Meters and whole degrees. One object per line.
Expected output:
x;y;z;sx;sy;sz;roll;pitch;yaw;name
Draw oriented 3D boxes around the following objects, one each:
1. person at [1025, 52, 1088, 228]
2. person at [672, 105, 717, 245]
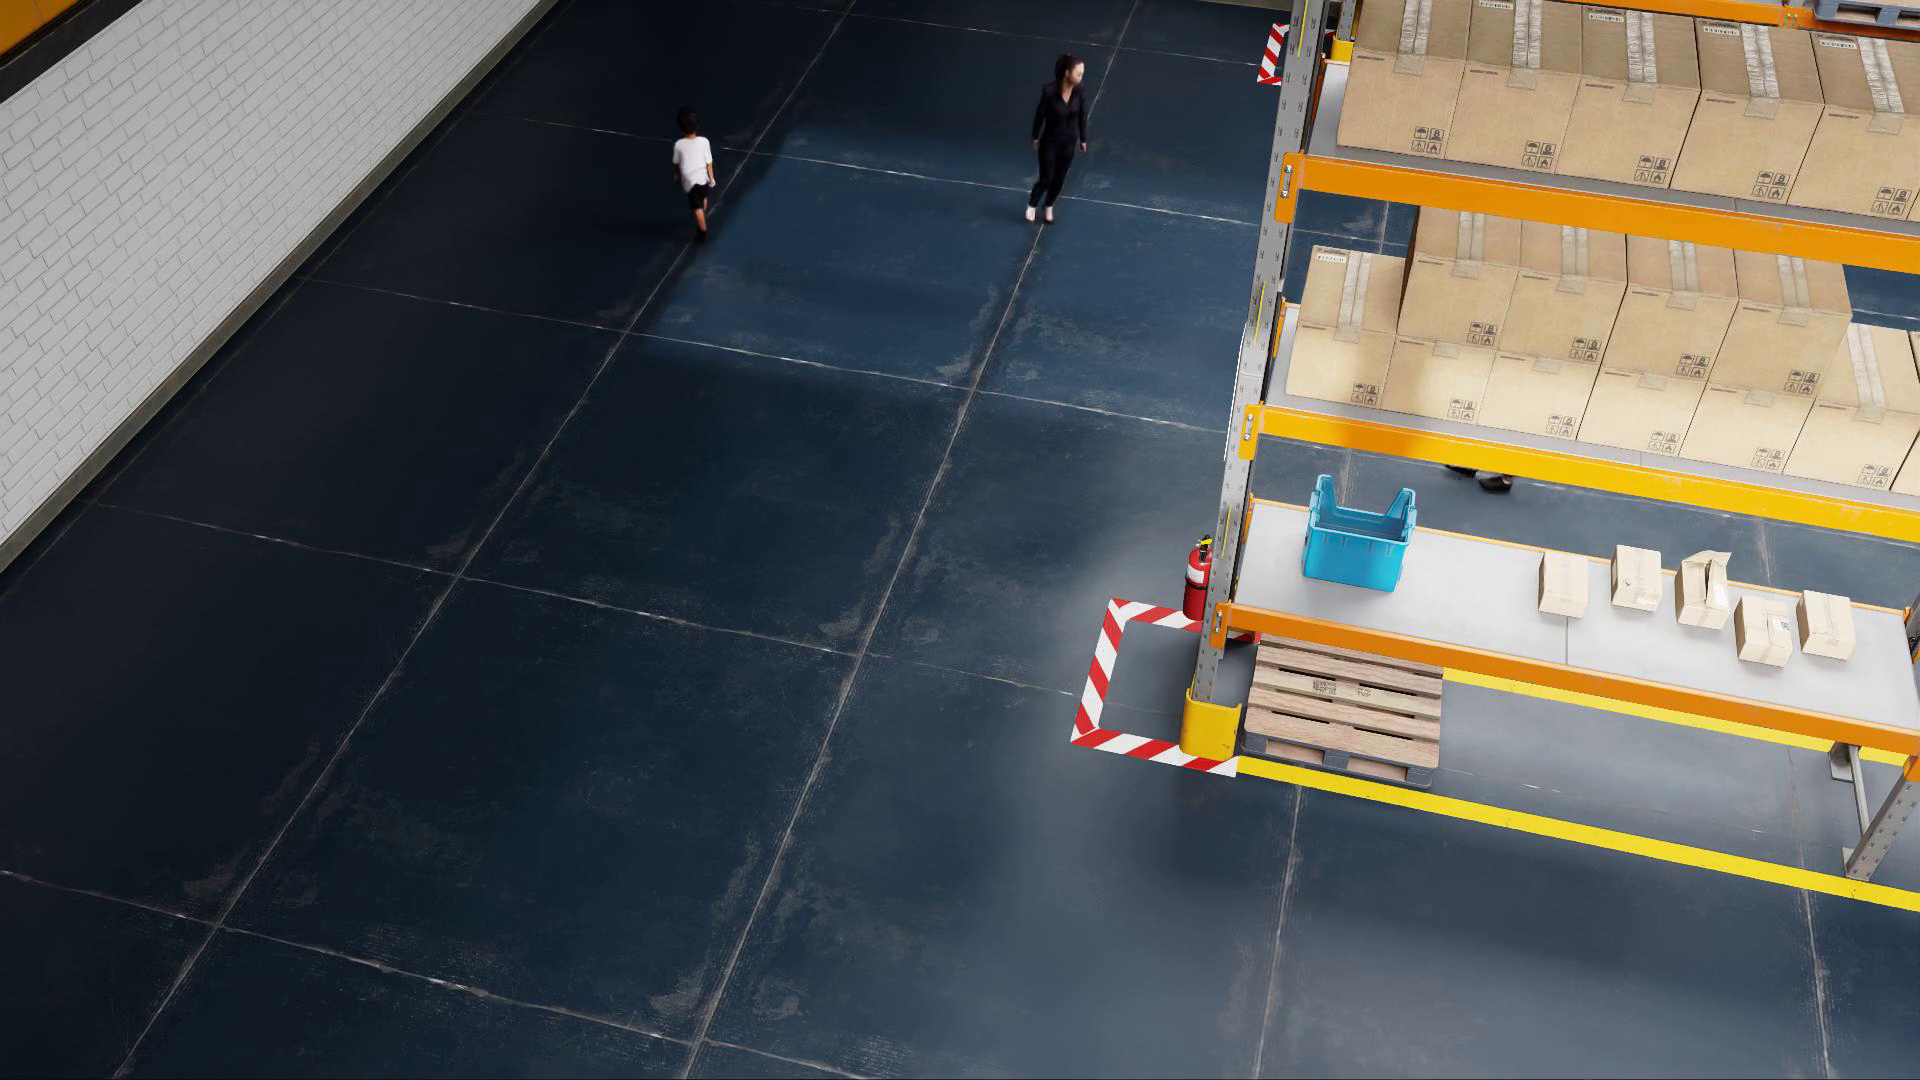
0.808;-3.465;14.514;0.730;1.677;0.807;-7;44;-7;person
-2.296;-3.149;14.498;0.733;1.240;0.775;-19;47;-19;person
